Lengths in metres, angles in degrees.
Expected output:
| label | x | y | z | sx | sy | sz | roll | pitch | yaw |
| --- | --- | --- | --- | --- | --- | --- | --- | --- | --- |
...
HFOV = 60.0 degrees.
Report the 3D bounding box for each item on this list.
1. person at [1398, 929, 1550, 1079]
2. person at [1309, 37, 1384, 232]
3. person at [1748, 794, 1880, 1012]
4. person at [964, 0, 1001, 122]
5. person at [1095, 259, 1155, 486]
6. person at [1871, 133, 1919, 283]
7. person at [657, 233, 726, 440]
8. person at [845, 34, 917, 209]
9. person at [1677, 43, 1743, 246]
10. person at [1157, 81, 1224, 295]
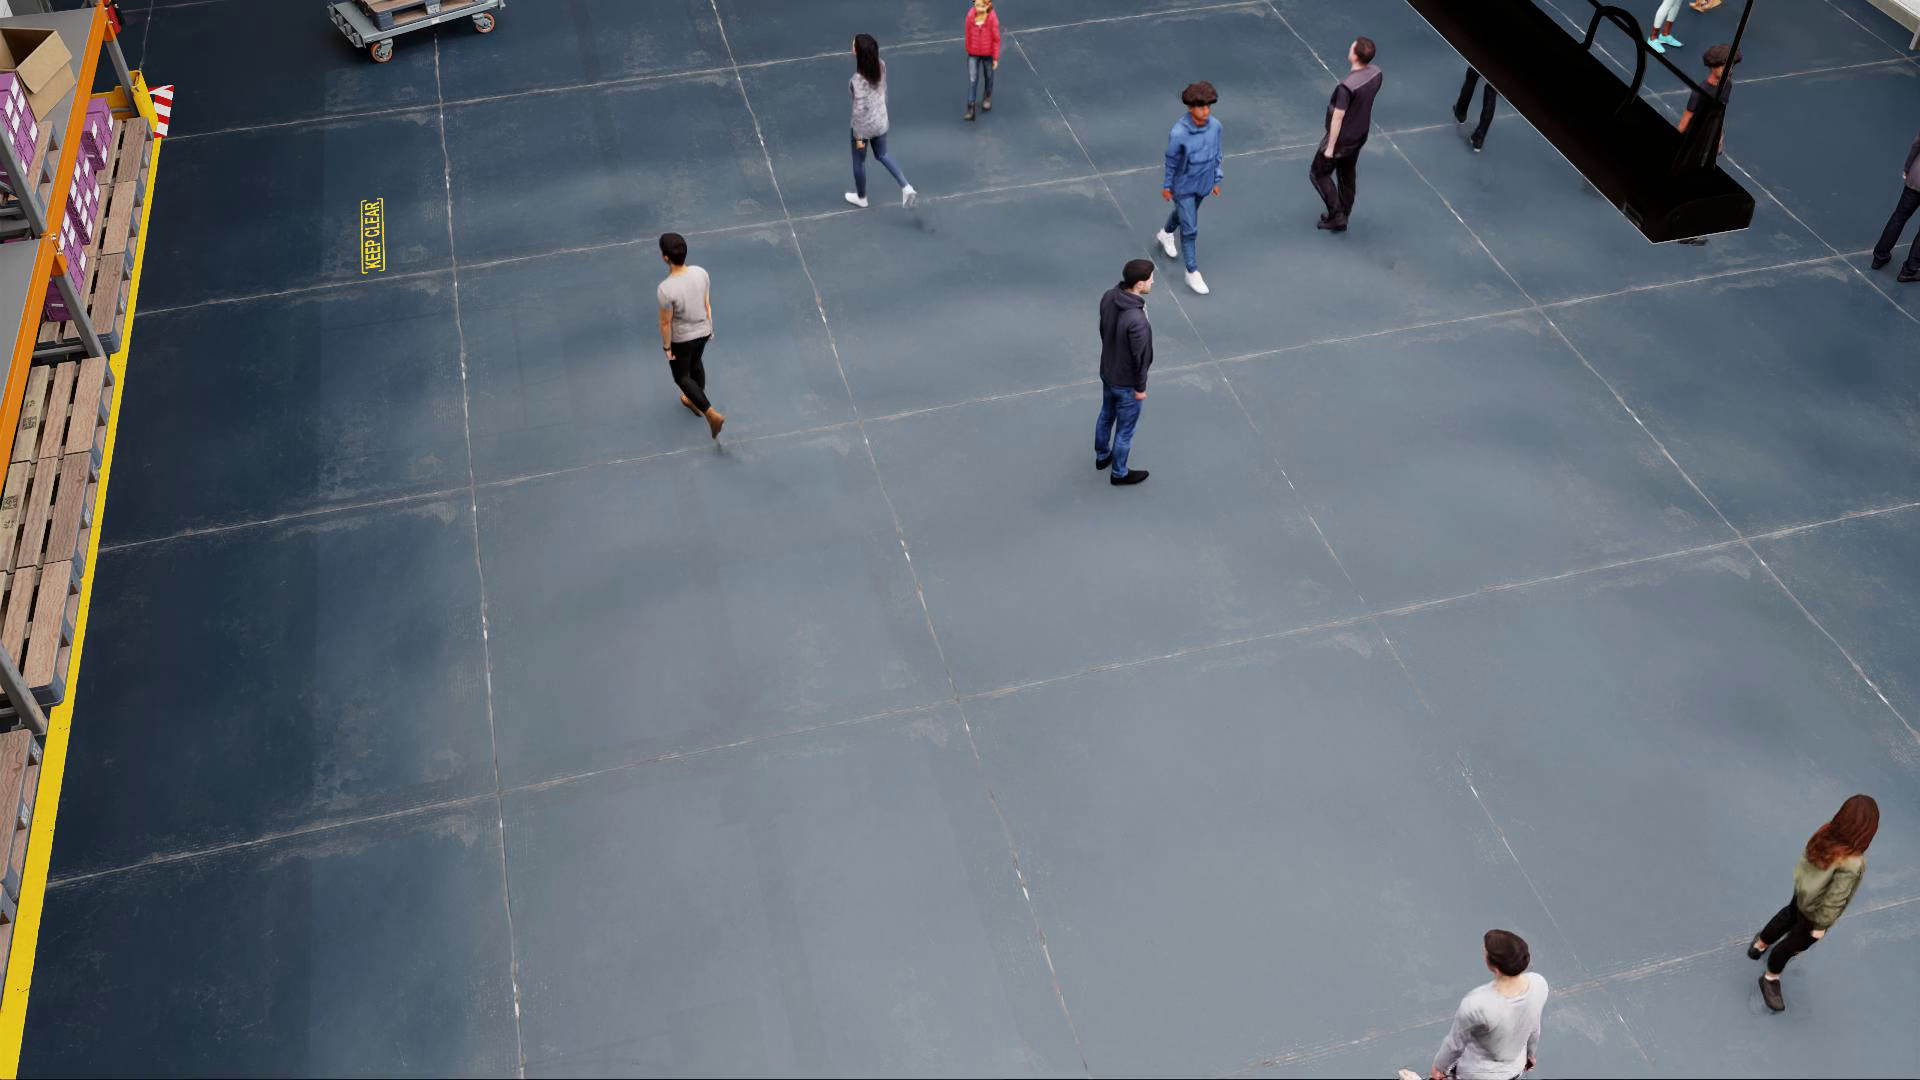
| label | x | y | z | sx | sy | sz | roll | pitch | yaw |
| --- | --- | --- | --- | --- | --- | --- | --- | --- | --- |
| person | 2.630 | 2.637 | 8.094 | 0.837 | 1.801 | 1.223 | -16 | 46 | -16 |
| person | 3.429 | -3.472 | 14.483 | 0.861 | 1.834 | 0.861 | -34 | 53 | -30 |
| person | 4.629 | 1.985 | 9.029 | 0.808 | 1.456 | 0.657 | 21 | 48 | 21 |
| person | 0.231 | -4.777 | 16.249 | 0.737 | 1.287 | 0.935 | 7 | 44 | 8 |
| person | 1.175 | -1.212 | 12.070 | 0.777 | 1.890 | 0.580 | -19 | 47 | -19 |
| person | 8.222 | -3.041 | 14.025 | 0.848 | 1.842 | 0.679 | -26 | 49 | -25 |
| person | -2.007 | -1.511 | 12.525 | 0.878 | 1.695 | 1.060 | -32 | 52 | -29 |
| person | -0.735 | -3.665 | 14.772 | 1.091 | 1.715 | 0.959 | 29 | 51 | 27 |
| person | 6.369 | -3.547 | 14.603 | 0.832 | 1.778 | 1.042 | -25 | 49 | -24 |
| person | 1.917 | -3.072 | 14.105 | 0.866 | 1.776 | 1.200 | -20 | 47 | -19 |
